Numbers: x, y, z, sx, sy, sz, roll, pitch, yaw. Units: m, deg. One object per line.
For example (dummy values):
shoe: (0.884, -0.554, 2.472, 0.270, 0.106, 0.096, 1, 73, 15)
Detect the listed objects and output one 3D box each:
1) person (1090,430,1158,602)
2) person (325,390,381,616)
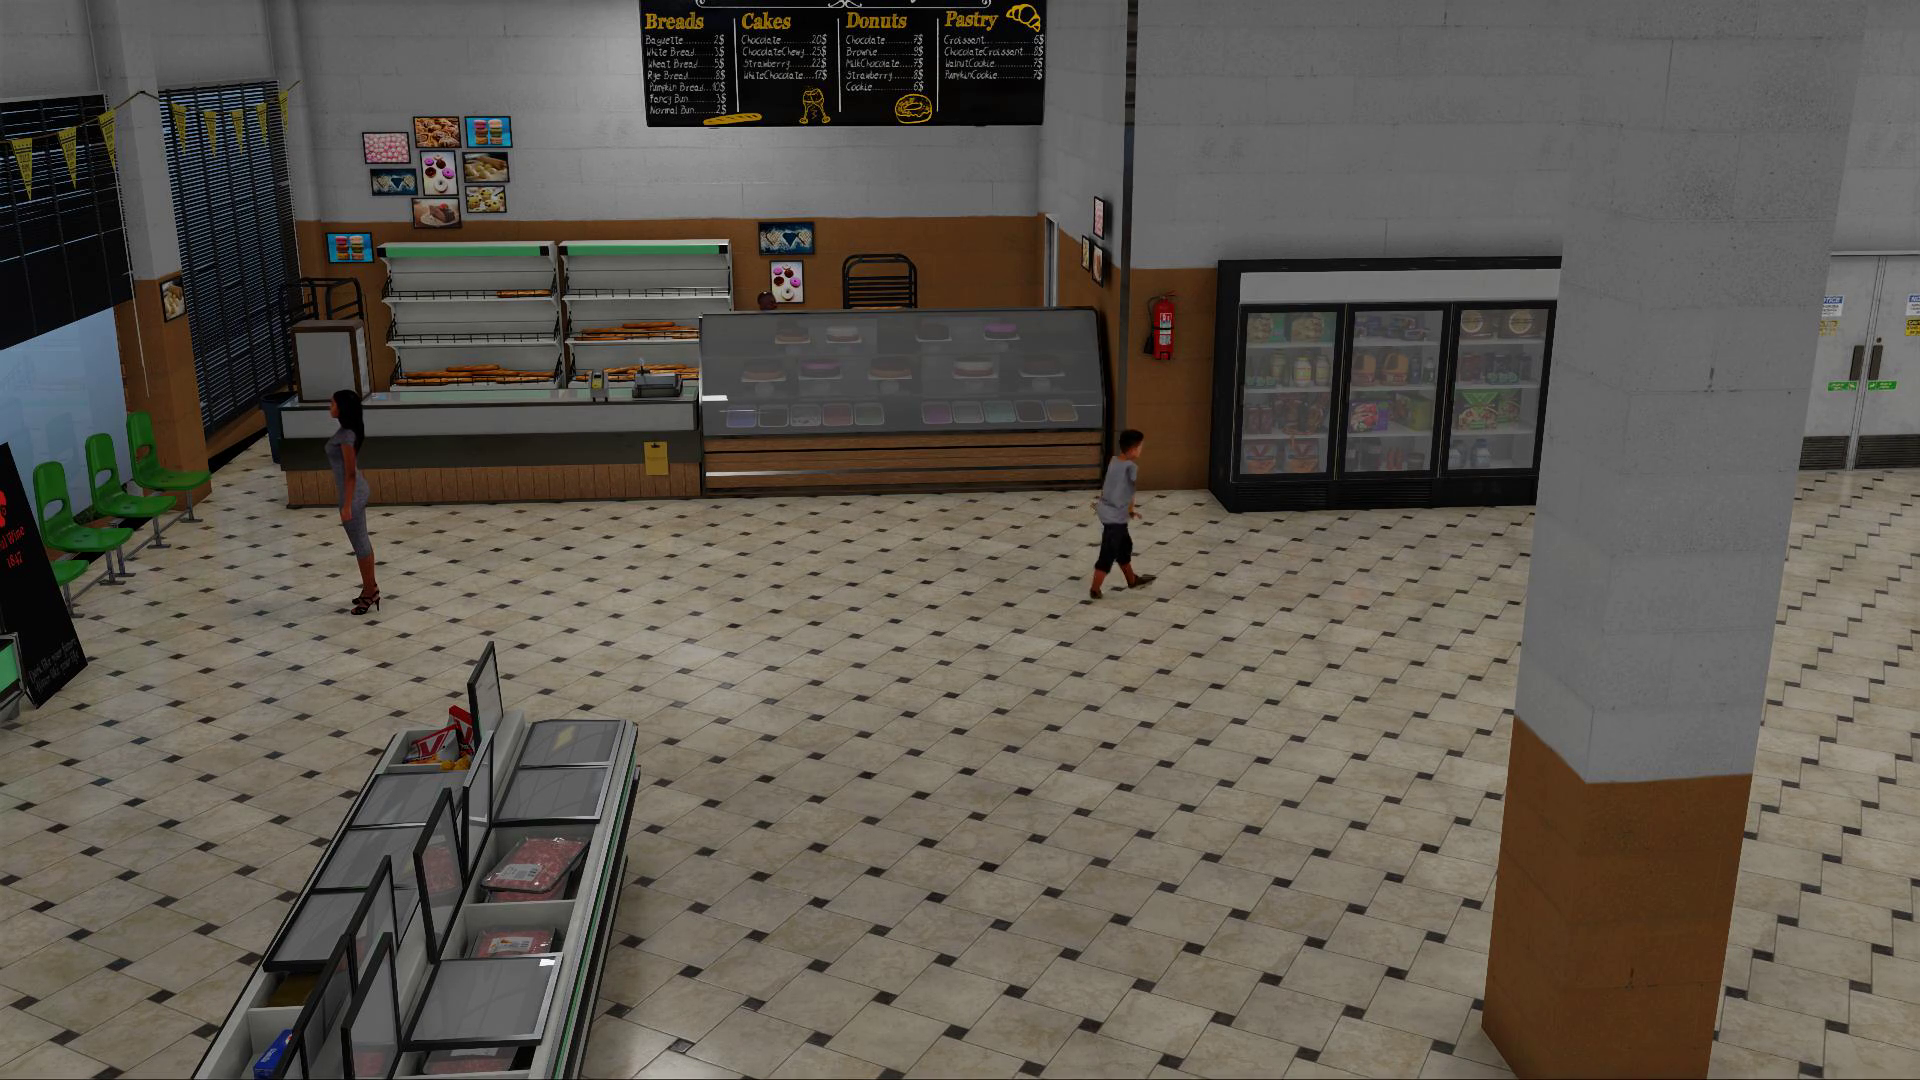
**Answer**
person: (1.206, -0.233, 13.420, 0.864, 1.423, 0.900, -15, 23, -41)
person: (-4.744, -0.305, 13.040, 0.672, 1.781, 0.499, -4, 17, -13)
